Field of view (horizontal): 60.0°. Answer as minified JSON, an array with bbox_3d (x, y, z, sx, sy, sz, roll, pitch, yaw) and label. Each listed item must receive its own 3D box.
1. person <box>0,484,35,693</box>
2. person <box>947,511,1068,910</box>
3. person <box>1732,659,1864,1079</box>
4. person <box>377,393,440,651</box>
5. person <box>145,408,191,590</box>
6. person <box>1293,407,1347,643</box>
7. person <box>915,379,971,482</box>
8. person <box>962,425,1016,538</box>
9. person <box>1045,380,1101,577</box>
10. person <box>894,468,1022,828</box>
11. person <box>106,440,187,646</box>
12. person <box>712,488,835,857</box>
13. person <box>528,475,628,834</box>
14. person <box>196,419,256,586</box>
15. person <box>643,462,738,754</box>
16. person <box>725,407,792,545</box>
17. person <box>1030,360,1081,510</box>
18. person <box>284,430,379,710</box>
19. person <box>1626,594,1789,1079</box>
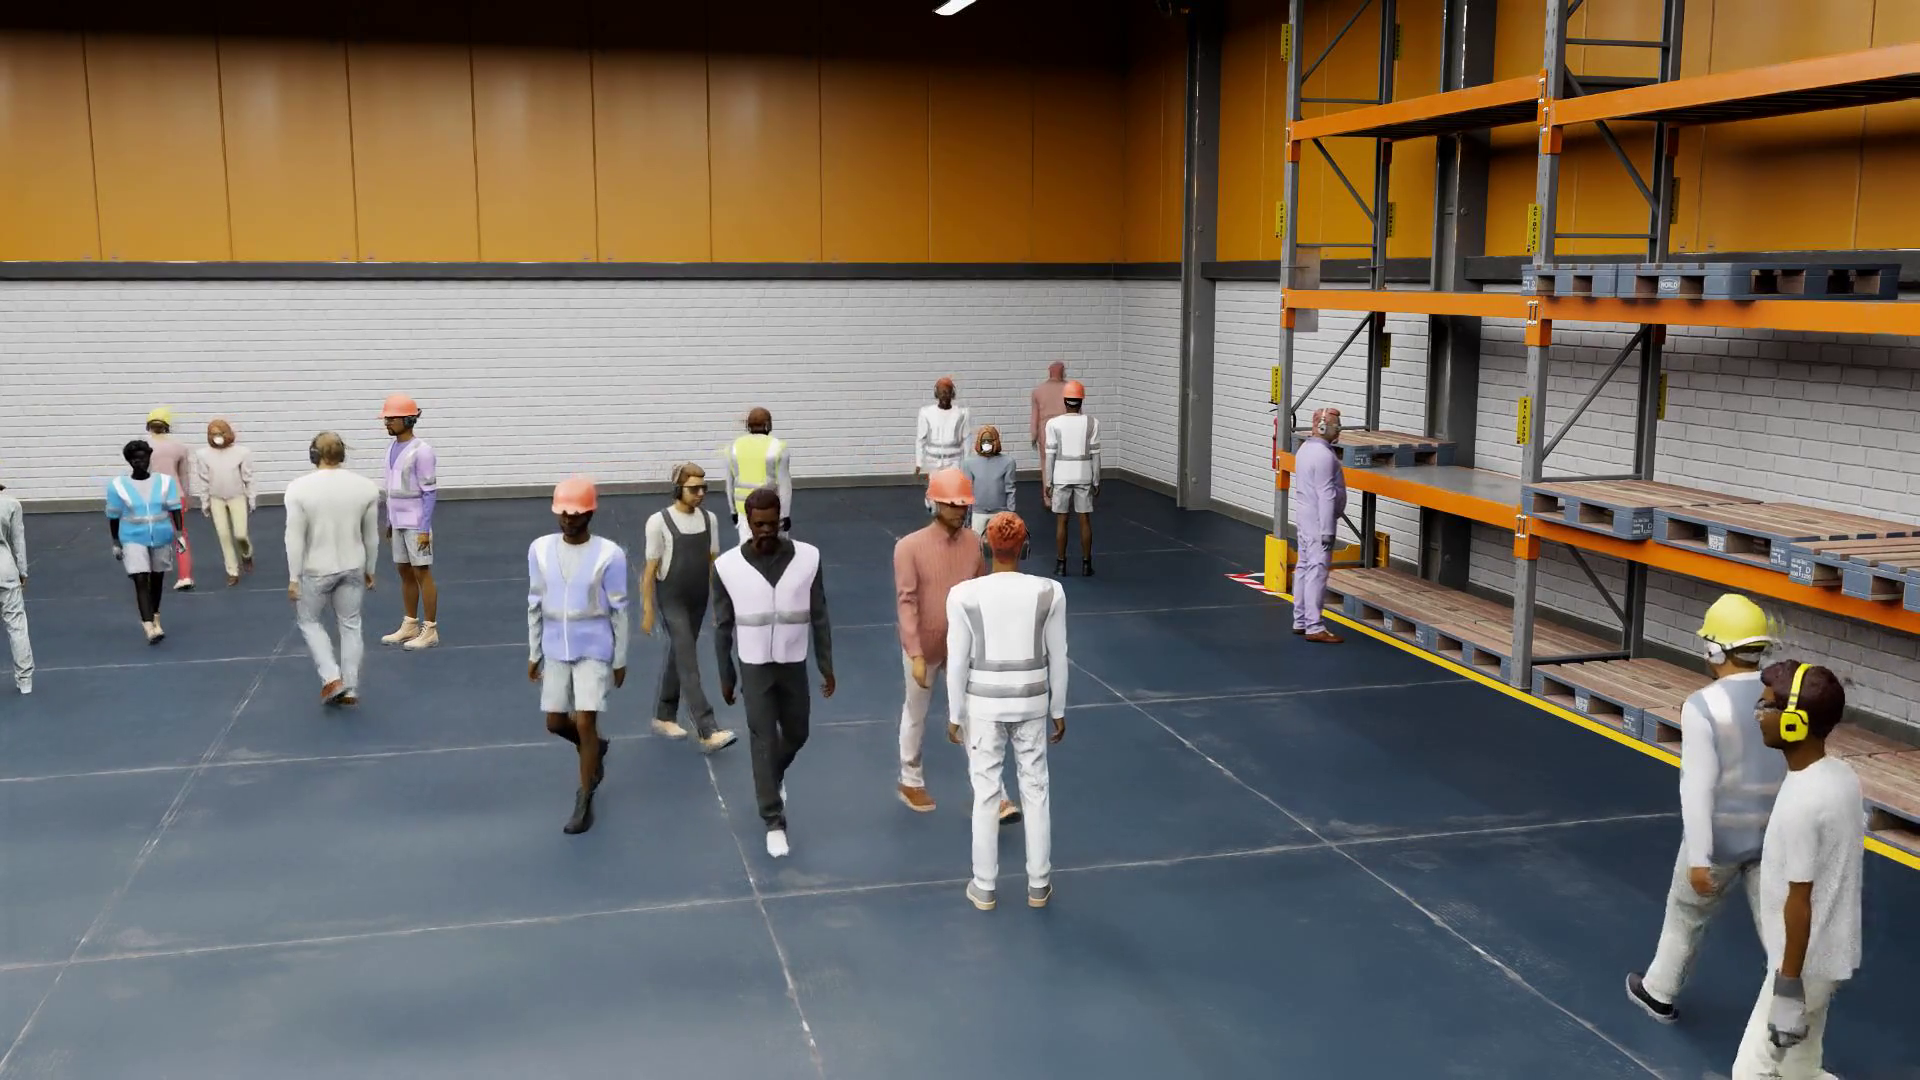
[{"bbox_3d":[-6.832,0.248,11.701,0.322,1.742,0.493,8,12,39],"label":"person"},{"bbox_3d":[0.221,0.802,7.806,0.572,1.883,0.354,-1,9,-4],"label":"person"},{"bbox_3d":[2.593,1.282,4.952,0.727,1.850,0.525,7,12,39],"label":"person"},{"bbox_3d":[-4.394,-0.145,13.214,0.605,2.045,0.379,8,12,42],"label":"person"},{"bbox_3d":[-7.562,-0.386,15.780,0.529,1.718,0.921,-9,12,-43],"label":"person"},{"bbox_3d":[2.939,-0.126,13.536,0.399,1.905,0.643,-1,9,-5],"label":"person"},{"bbox_3d":[-0.191,-0.804,17.966,0.584,1.836,0.967,1,9,6],"label":"person"},{"bbox_3d":[0.264,-0.228,15.043,0.493,1.624,0.280,1,9,5],"label":"person"},{"bbox_3d":[1.108,-0.602,16.401,0.550,1.935,0.376,0,9,-1],"label":"person"},{"bbox_3d":[-0.049,0.588,8.939,0.612,1.937,1.049,-5,10,-27],"label":"person"},{"bbox_3d":[-6.552,0.014,13.437,0.544,1.638,0.904,-7,12,-39],"label":"person"},{"bbox_3d":[-1.003,0.644,8.794,0.629,1.891,0.823,-3,10,-19],"label":"person"},{"bbox_3d":[-2.055,0.582,9.065,0.550,1.919,0.692,2,9,9],"label":"person"},{"bbox_3d":[-7.015,-0.364,15.943,0.504,1.612,0.419,-2,9,-15],"label":"person"},{"bbox_3d":[-1.651,0.423,10.404,0.969,1.800,0.524,8,12,41],"label":"person"},{"bbox_3d":[-1.720,-0.266,14.678,0.656,1.811,0.777,3,10,17],"label":"person"},{"bbox_3d":[1.213,-1.325,21.072,0.657,1.889,0.429,1,9,6],"label":"person"},{"bbox_3d":[-4.276,0.214,11.340,0.657,1.924,0.445,-8,12,-42],"label":"person"},{"bbox_3d":[2.948,1.099,6.298,0.573,1.782,0.954,-2,9,-11],"label":"person"}]
